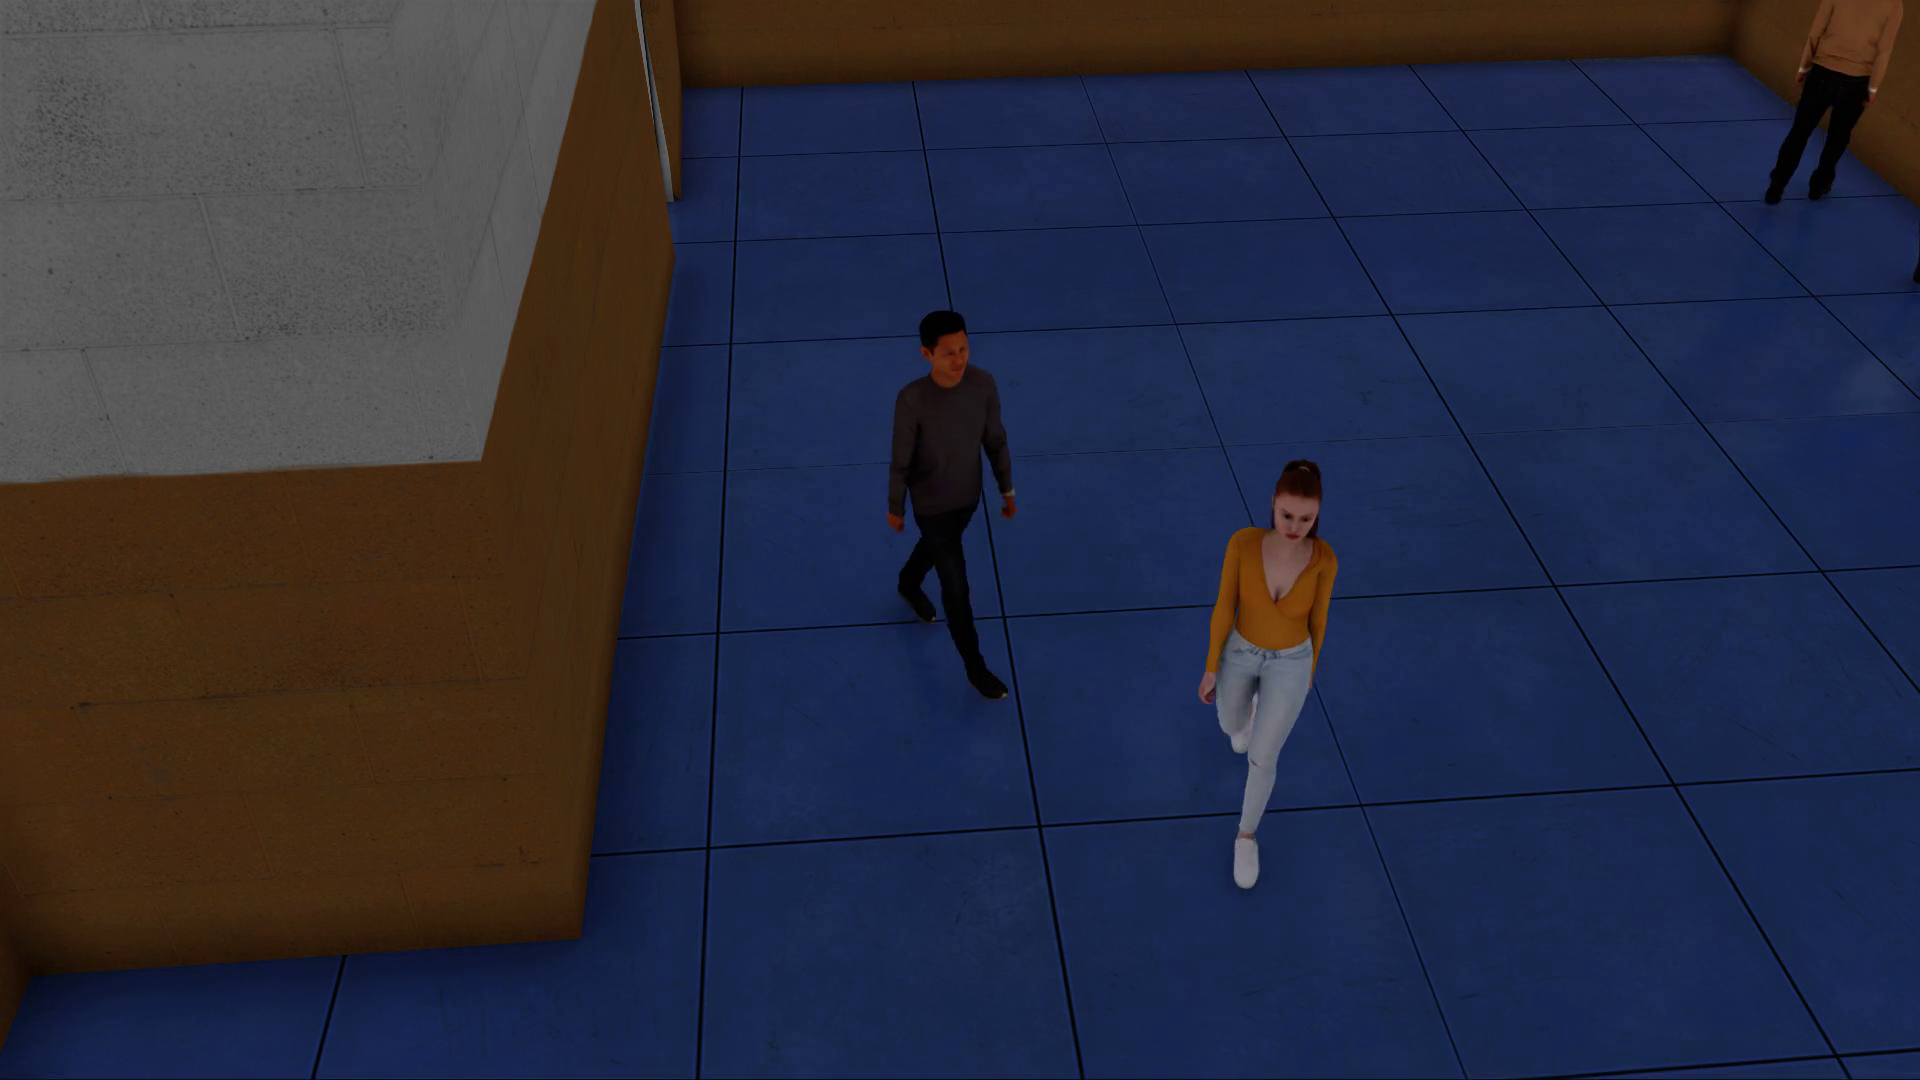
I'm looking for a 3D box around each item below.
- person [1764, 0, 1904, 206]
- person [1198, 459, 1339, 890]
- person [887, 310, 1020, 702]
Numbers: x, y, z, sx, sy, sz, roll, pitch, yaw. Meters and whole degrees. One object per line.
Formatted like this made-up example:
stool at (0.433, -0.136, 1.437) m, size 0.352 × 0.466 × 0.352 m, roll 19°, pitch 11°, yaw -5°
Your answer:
person at (5.669, -2.963, 10.772) m, size 1.063 × 1.736 × 1.114 m, roll 26°, pitch 44°, yaw 30°
person at (1.138, 0.423, 6.277) m, size 1.120 × 1.724 × 0.904 m, roll 8°, pitch 38°, yaw 11°
person at (-0.102, -0.225, 7.145) m, size 1.204 × 1.719 × 1.110 m, roll 6°, pitch 37°, yaw 8°
